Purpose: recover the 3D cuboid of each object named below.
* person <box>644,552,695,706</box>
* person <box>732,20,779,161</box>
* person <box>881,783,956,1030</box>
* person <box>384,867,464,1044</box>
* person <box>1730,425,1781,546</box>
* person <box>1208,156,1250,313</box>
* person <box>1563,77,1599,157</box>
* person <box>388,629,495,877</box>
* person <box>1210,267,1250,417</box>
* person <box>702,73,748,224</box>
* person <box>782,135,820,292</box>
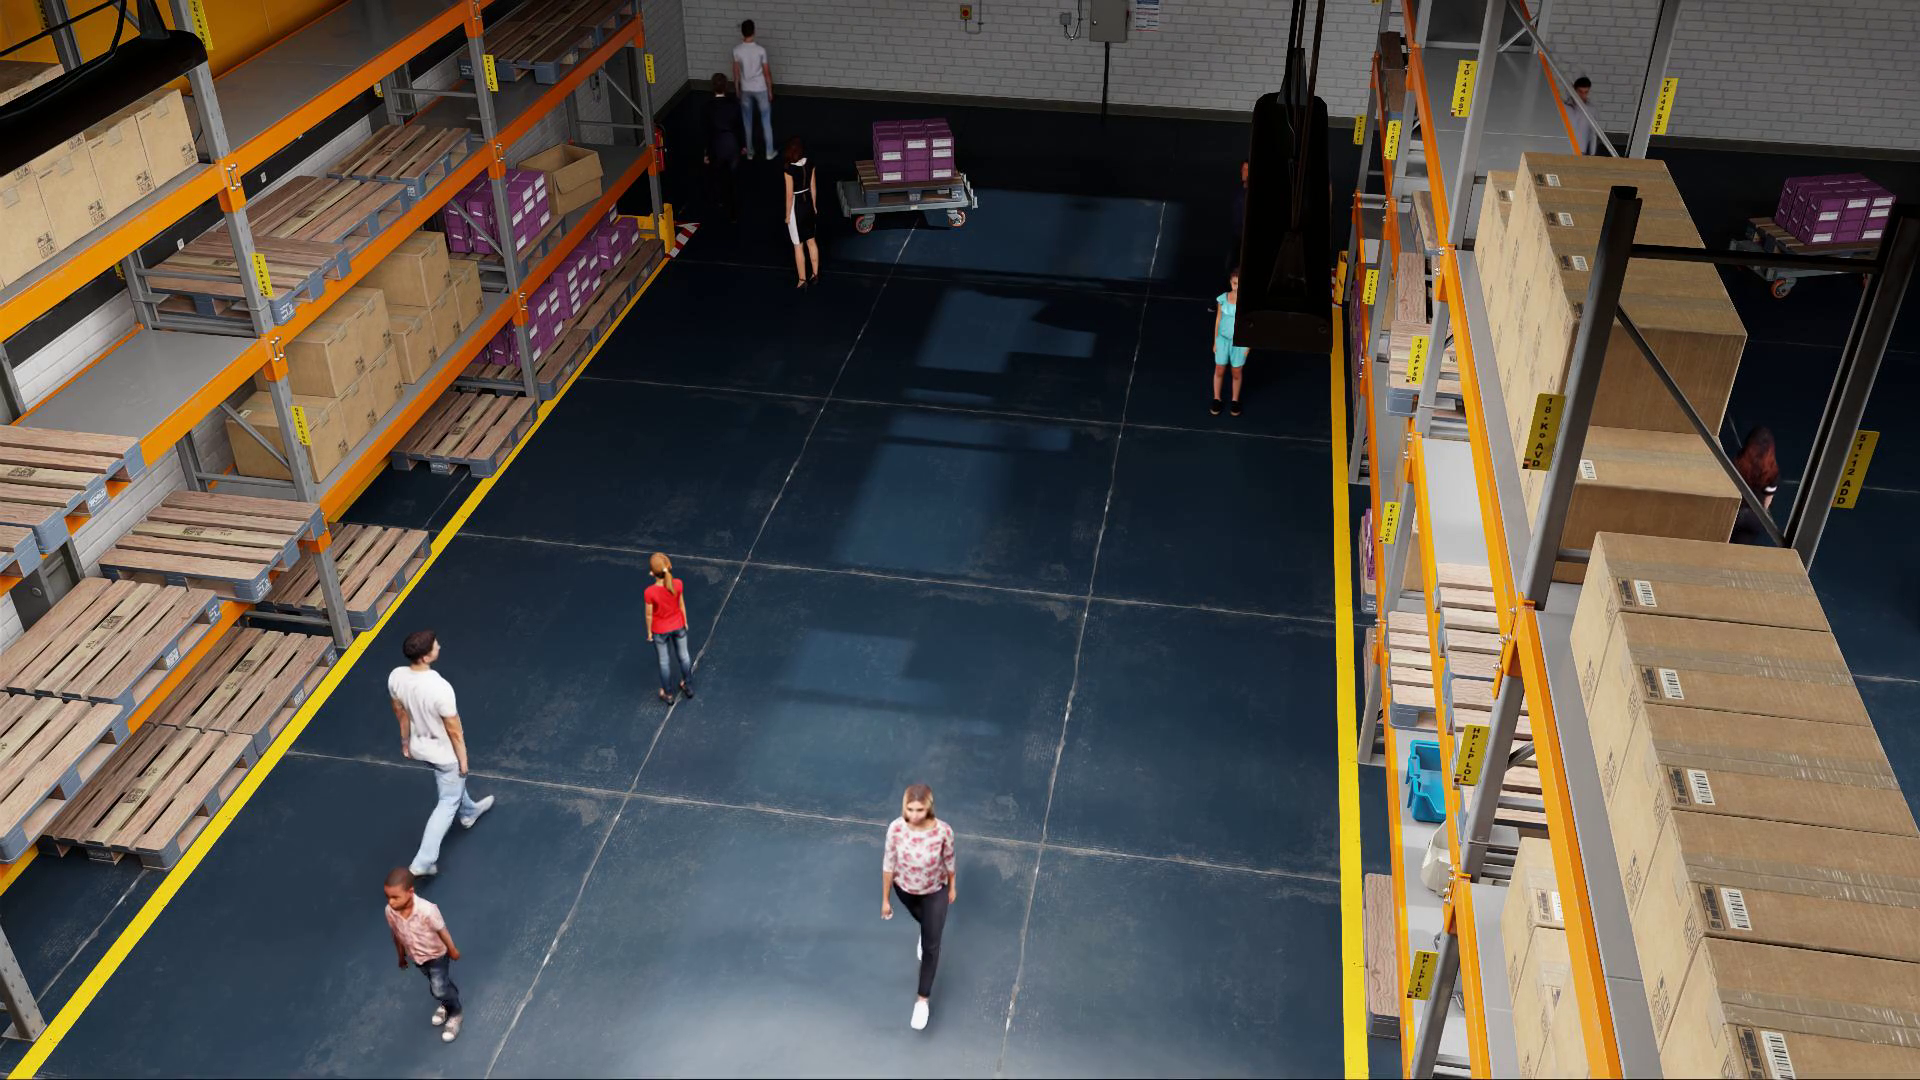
[{"bbox_3d":[-2.193,0.663,12.561,0.553,1.308,0.604,-15,37,-22],"label":"person"},{"bbox_3d":[-2.738,-5.936,21.998,0.664,1.853,0.563,4,34,7],"label":"person"},{"bbox_3d":[-0.231,2.078,10.190,0.590,1.578,1.096,5,34,7],"label":"person"},{"bbox_3d":[-3.158,2.400,9.961,0.536,1.294,0.577,8,34,12],"label":"person"},{"bbox_3d":[6.334,-0.136,13.502,0.613,1.598,1.068,6,34,9],"label":"person"},{"bbox_3d":[3.223,-3.352,18.202,1.240,1.751,1.078,-28,43,-35],"label":"person"},{"bbox_3d":[7.306,-4.649,20.038,0.872,1.879,1.278,-1,34,-2],"label":"person"},{"bbox_3d":[-3.497,1.423,10.952,0.923,1.823,1.249,16,37,22],"label":"person"},{"bbox_3d":[2.658,-1.955,16.273,0.557,1.559,0.549,9,35,13],"label":"person"},{"bbox_3d":[-2.862,-4.736,20.255,0.986,1.782,1.192,-8,34,-12],"label":"person"},{"bbox_3d":[-1.779,-3.649,18.608,0.628,1.795,0.720,-27,42,-35],"label":"person"}]
